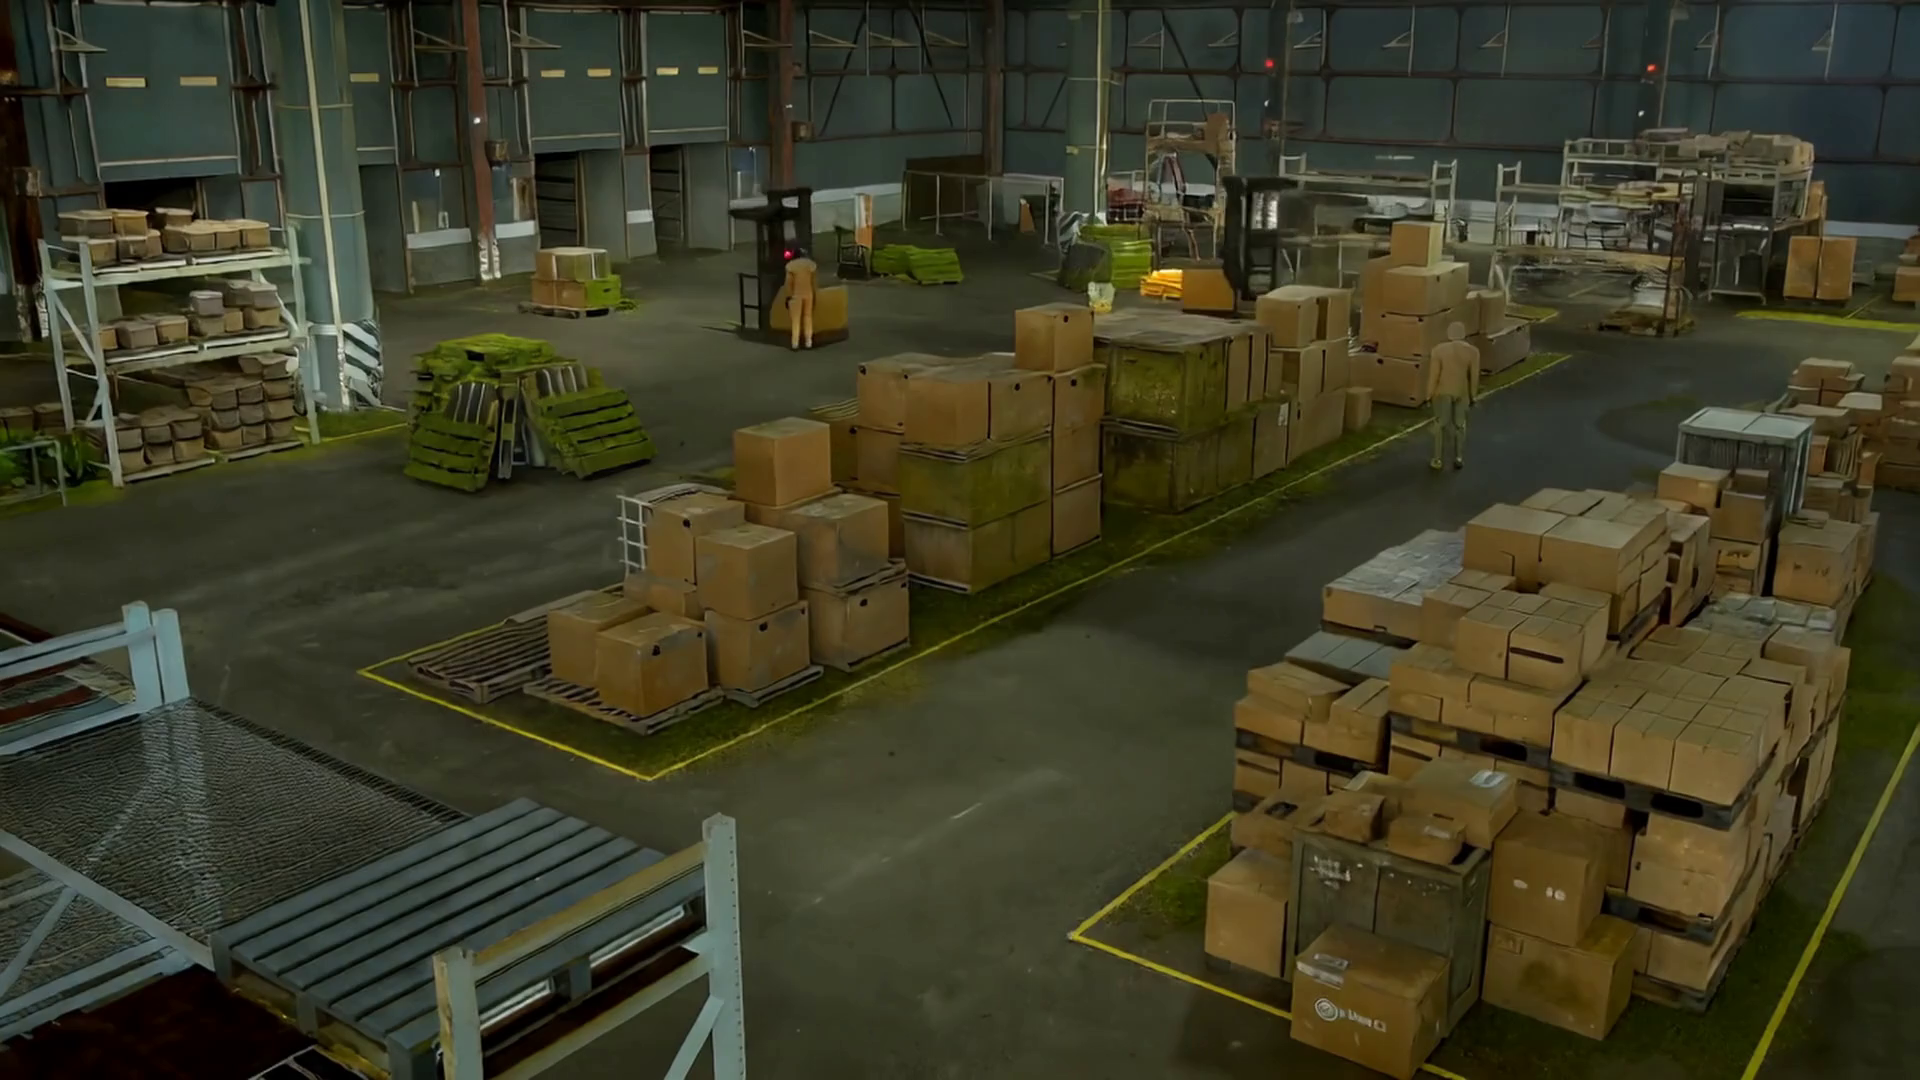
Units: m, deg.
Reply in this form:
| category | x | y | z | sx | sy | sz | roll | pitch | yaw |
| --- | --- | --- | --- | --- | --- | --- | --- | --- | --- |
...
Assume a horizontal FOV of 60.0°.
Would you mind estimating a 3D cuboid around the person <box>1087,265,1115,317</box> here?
| category | x | y | z | sx | sy | sz | roll | pitch | yaw |
| --- | --- | --- | --- | --- | --- | --- | --- | --- | --- |
| person | 2.404 | -3.880 | 28.636 | 0.529 | 1.697 | 0.321 | 11 | 20 | 32 |

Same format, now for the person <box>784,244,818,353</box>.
| category | x | y | z | sx | sy | sz | roll | pitch | yaw |
| --- | --- | --- | --- | --- | --- | --- | --- | --- | --- |
| person | -2.829 | -4.307 | 29.664 | 0.639 | 1.926 | 0.367 | -8 | 18 | -24 |

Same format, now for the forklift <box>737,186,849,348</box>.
| category | x | y | z | sx | sy | sz | roll | pitch | yaw |
| --- | --- | --- | --- | --- | --- | --- | --- | --- | --- |
| forklift | -3.066 | -5.040 | 30.462 | 1.873 | 2.768 | 1.129 | 12 | 21 | 35 |

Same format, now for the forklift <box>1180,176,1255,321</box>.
| category | x | y | z | sx | sy | sz | roll | pitch | yaw |
| --- | --- | --- | --- | --- | --- | --- | --- | --- | --- |
| forklift | 5.314 | -5.705 | 32.664 | 1.873 | 2.768 | 1.129 | 2 | 17 | 8 |

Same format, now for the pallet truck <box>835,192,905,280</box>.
| category | x | y | z | sx | sy | sz | roll | pitch | yaw |
| --- | --- | --- | --- | --- | --- | --- | --- | --- | --- |
| pallet truck | -1.936 | -7.159 | 38.982 | 1.885 | 1.965 | 0.823 | -12 | 21 | -34 |

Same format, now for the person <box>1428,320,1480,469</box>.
| category | x | y | z | sx | sy | sz | roll | pitch | yaw |
| --- | --- | --- | --- | --- | --- | --- | --- | --- | --- |
| person | 6.391 | -1.884 | 21.617 | 0.630 | 1.938 | 0.369 | 2 | 17 | 5 |
